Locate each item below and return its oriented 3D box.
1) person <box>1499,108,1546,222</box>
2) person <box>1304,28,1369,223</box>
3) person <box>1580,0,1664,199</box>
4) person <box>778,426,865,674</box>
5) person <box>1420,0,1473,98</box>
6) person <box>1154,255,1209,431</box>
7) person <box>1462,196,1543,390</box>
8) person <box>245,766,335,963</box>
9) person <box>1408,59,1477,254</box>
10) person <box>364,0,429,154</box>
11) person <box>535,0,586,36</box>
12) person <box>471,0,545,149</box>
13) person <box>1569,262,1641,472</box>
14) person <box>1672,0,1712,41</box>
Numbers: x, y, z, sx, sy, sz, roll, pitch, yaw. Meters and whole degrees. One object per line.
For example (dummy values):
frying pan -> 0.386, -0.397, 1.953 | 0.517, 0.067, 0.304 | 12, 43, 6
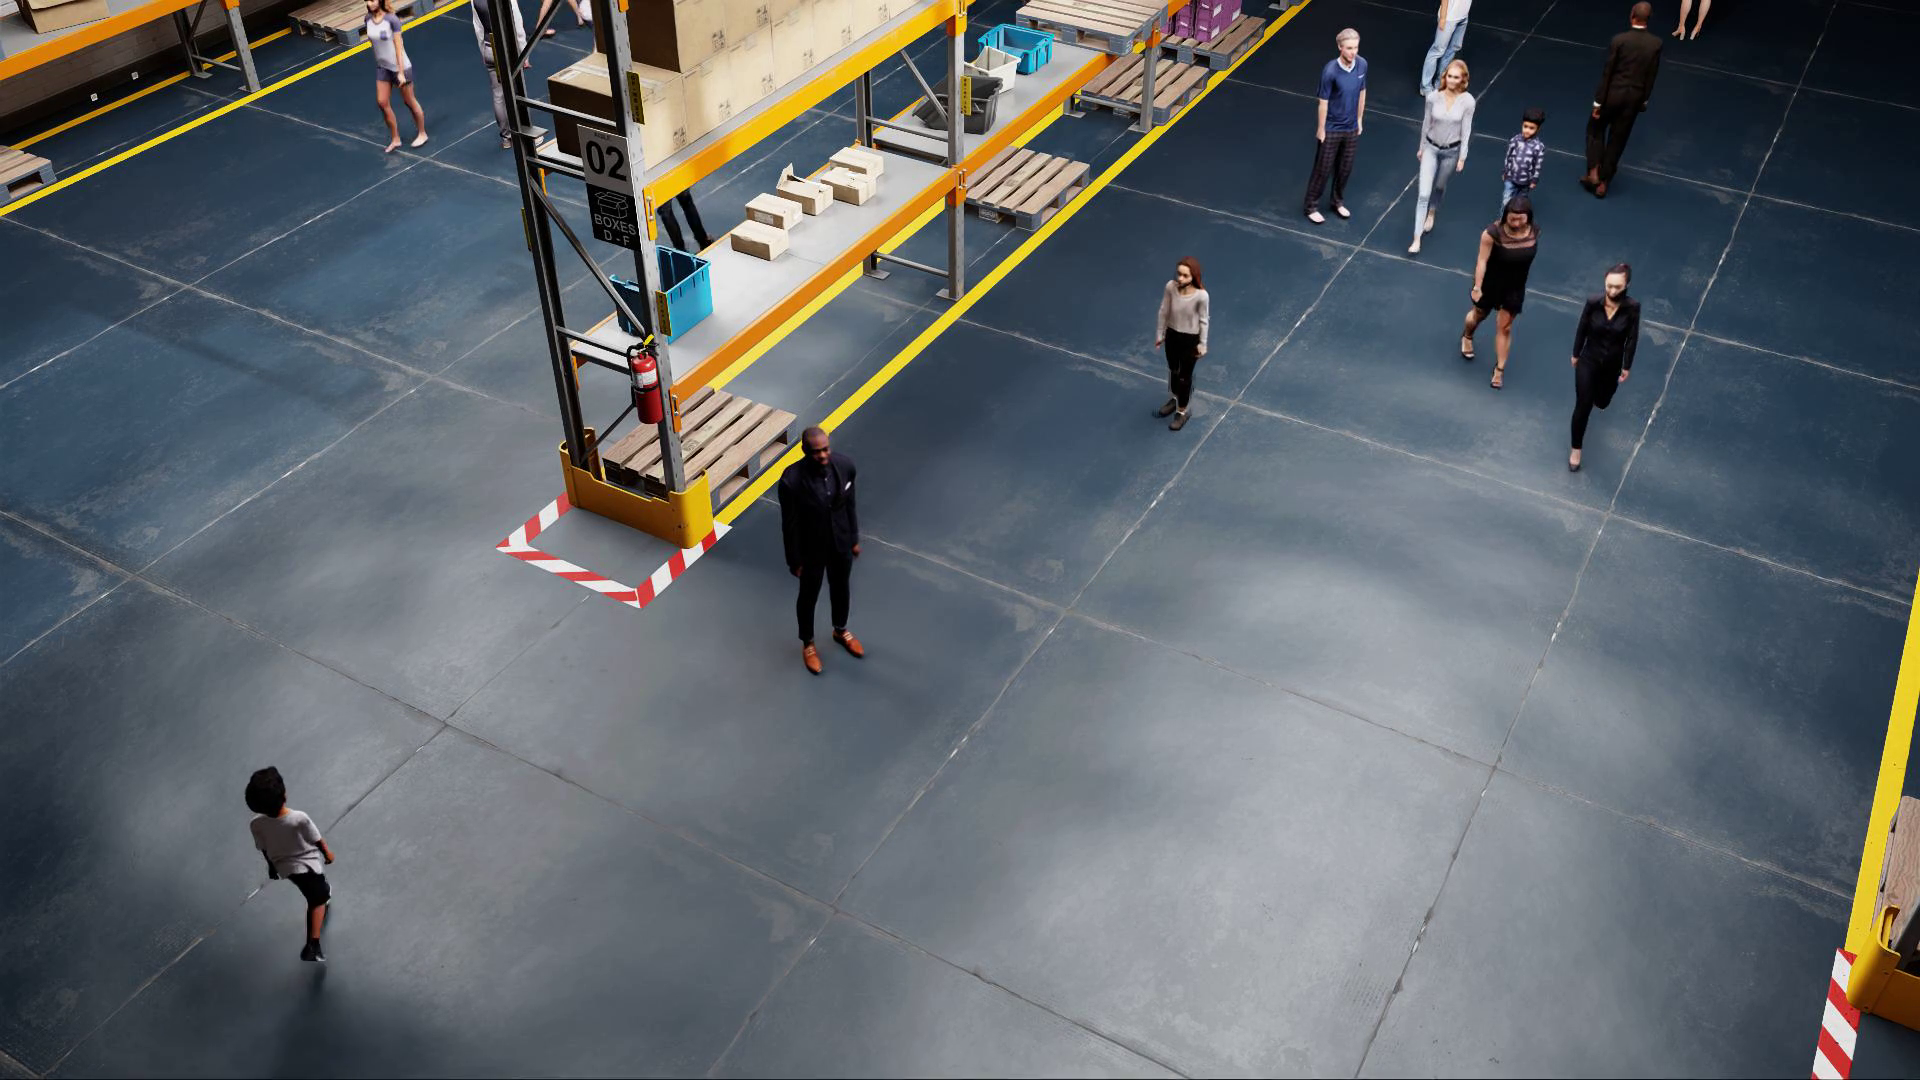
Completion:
person -> 5.246, -3.439, 15.512 | 0.504, 1.234, 0.803 | 21, 43, 24
person -> 3.527, -3.878, 15.560 | 0.696, 1.861, 0.793 | -16, 41, -19
person -> 6.323, -4.154, 15.884 | 0.800, 1.887, 0.793 | 6, 39, 7
person -> -0.886, 0.032, 10.697 | 0.718, 1.819, 0.845 | -21, 43, -24
person -> 5.279, -5.654, 17.783 | 0.618, 1.859, 0.794 | -28, 46, -31
person -> 1.756, -1.597, 13.012 | 0.559, 1.474, 0.627 | 24, 44, 27
person -> 4.347, -2.097, 13.487 | 0.984, 1.663, 1.124 | -5, 39, -6
person -> -3.596, 1.761, 8.994 | 0.747, 1.242, 0.917 | 0, 39, 0
person -> 4.430, -3.553, 15.246 | 0.707, 1.743, 1.173 | 15, 41, 18
person -> -5.671, -4.801, 16.836 | 0.679, 1.710, 0.778 | 12, 40, 15
person -> -4.770, -6.572, 19.208 | 1.114, 1.517, 0.871 | -22, 43, -25
person -> -4.615, -4.907, 16.786 | 0.725, 1.938, 0.676 | 7, 39, 8
person -> 4.812, -1.340, 12.522 | 0.721, 1.685, 1.013 | 12, 40, 14
person -> 8.552, -6.632, 19.077 | 0.744, 1.774, 0.760 | 5, 39, 6
